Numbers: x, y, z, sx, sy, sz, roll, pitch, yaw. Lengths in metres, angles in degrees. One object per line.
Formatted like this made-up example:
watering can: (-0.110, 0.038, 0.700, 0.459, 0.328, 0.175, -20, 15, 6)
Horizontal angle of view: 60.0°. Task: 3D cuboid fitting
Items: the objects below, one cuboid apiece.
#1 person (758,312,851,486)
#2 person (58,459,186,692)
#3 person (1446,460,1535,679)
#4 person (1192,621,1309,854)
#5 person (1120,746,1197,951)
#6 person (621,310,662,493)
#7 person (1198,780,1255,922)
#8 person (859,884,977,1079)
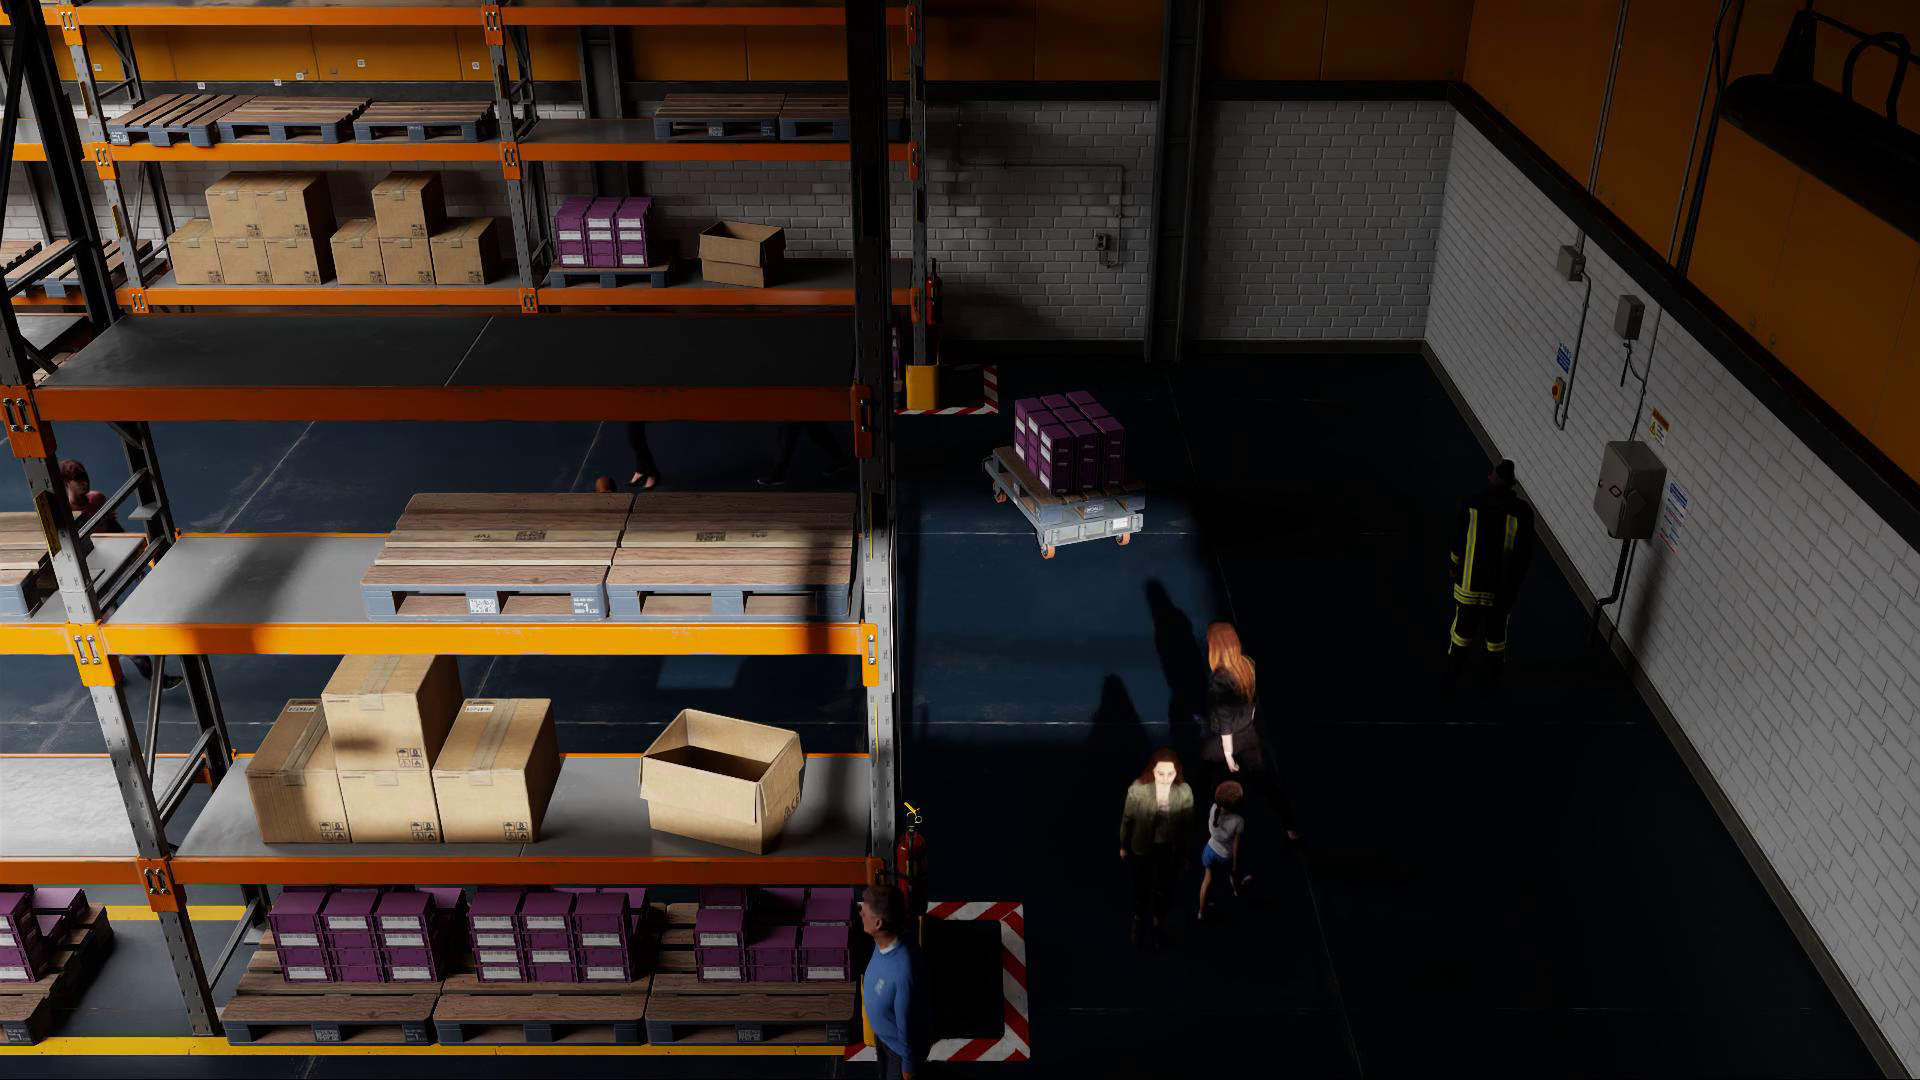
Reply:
person: (-1.381, -1.319, 15.653, 1.214, 1.699, 0.849, -9, 30, -16)
person: (-6.556, 0.281, 12.500, 1.250, 1.911, 0.864, 7, 29, 13)
person: (4.036, 0.202, 12.699, 0.766, 1.860, 0.905, 10, 30, 18)
person: (1.876, 1.355, 10.815, 1.312, 1.640, 1.194, 24, 37, 37)
person: (1.183, 1.830, 10.119, 0.488, 1.472, 0.665, 0, 29, -1)
person: (-2.963, -1.317, 15.551, 0.673, 1.795, 0.686, -9, 30, -16)
person: (1.610, 1.953, 10.392, 0.751, 0.995, 0.688, -25, 37, -38)
person: (-0.229, 2.499, 8.561, 1.099, 1.790, 0.938, -14, 32, -25)
